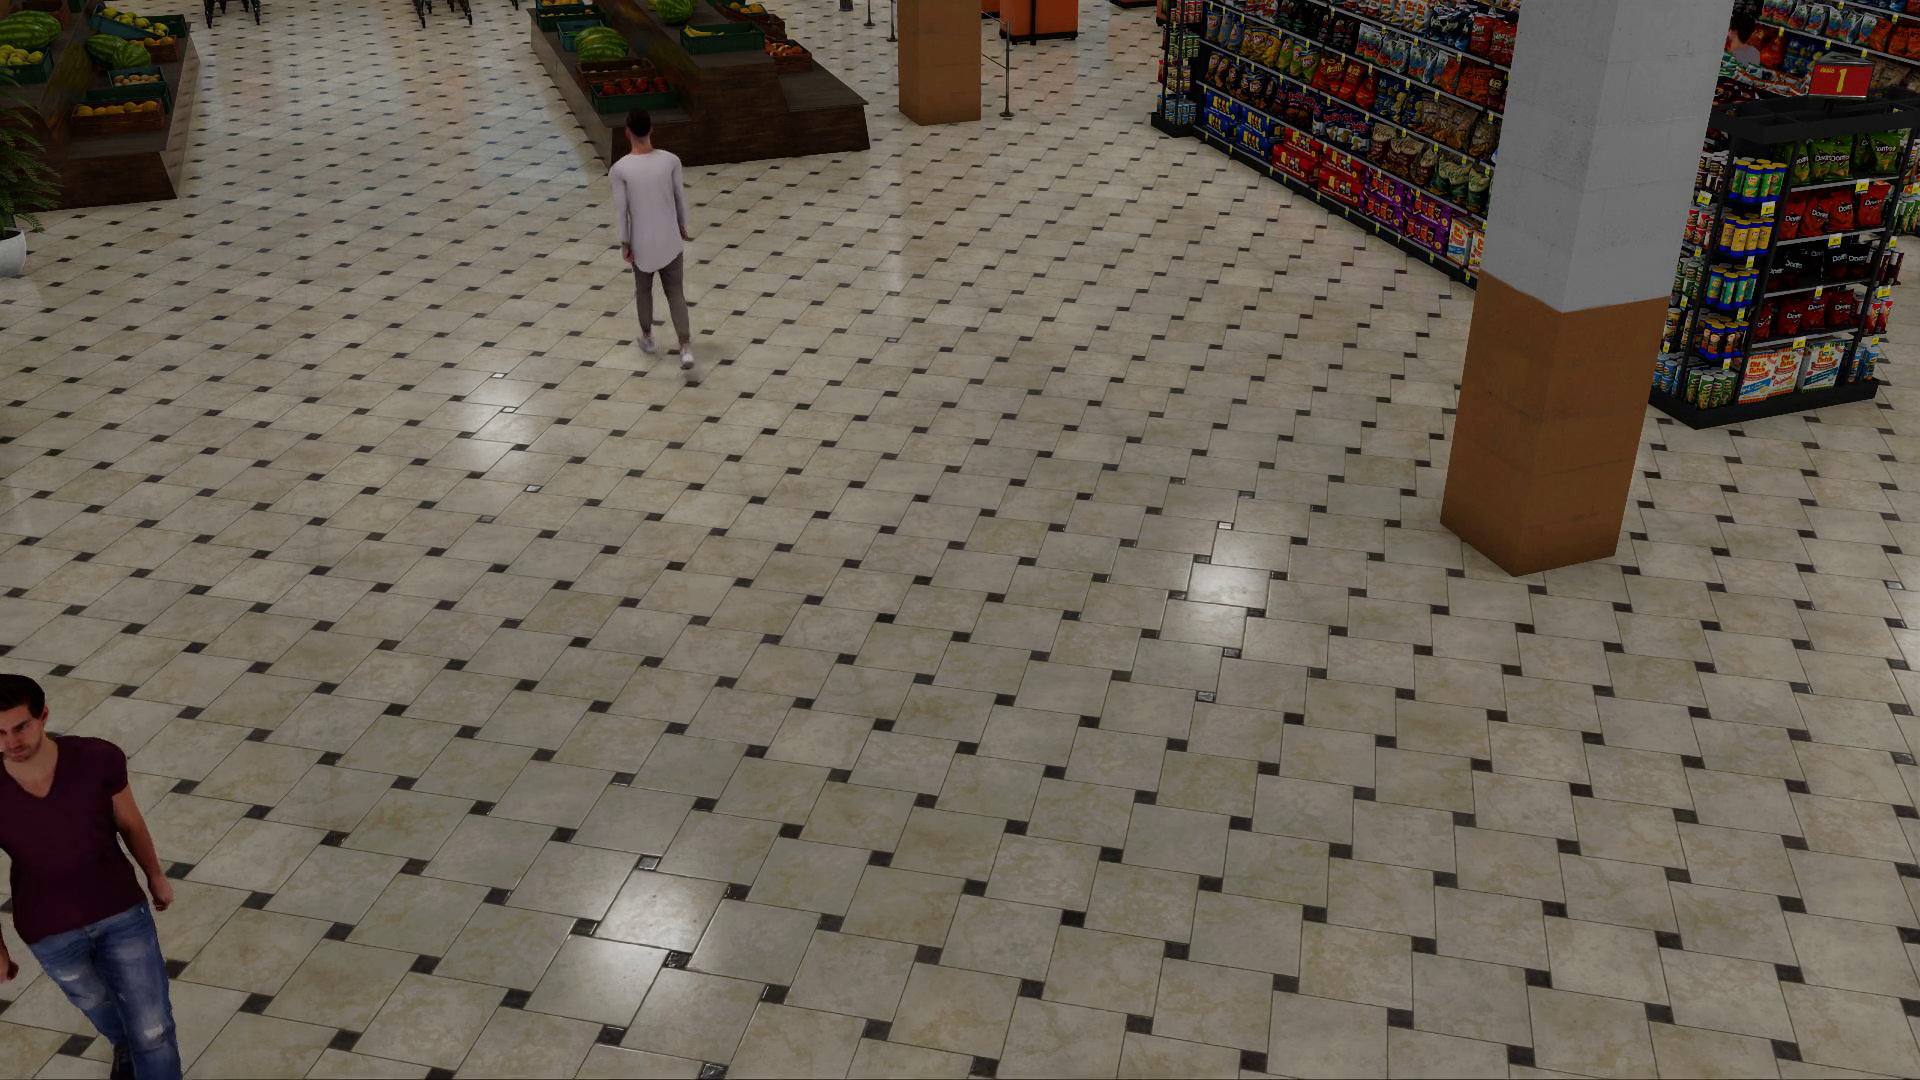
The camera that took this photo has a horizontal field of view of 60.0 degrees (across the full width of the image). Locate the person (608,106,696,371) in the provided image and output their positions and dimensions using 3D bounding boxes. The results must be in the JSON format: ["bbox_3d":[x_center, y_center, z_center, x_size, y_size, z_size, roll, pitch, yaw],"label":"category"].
[{"bbox_3d":[-2.070,-2.038,11.441,0.672,1.807,1.118,-9,30,-16],"label":"person"}]

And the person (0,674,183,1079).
[{"bbox_3d":[-2.920,1.185,5.538,0.675,1.806,1.101,-11,30,-19],"label":"person"}]

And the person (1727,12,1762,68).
[{"bbox_3d":[6.583,-3.533,14.157,0.823,1.828,1.021,-19,34,-30],"label":"person"}]
